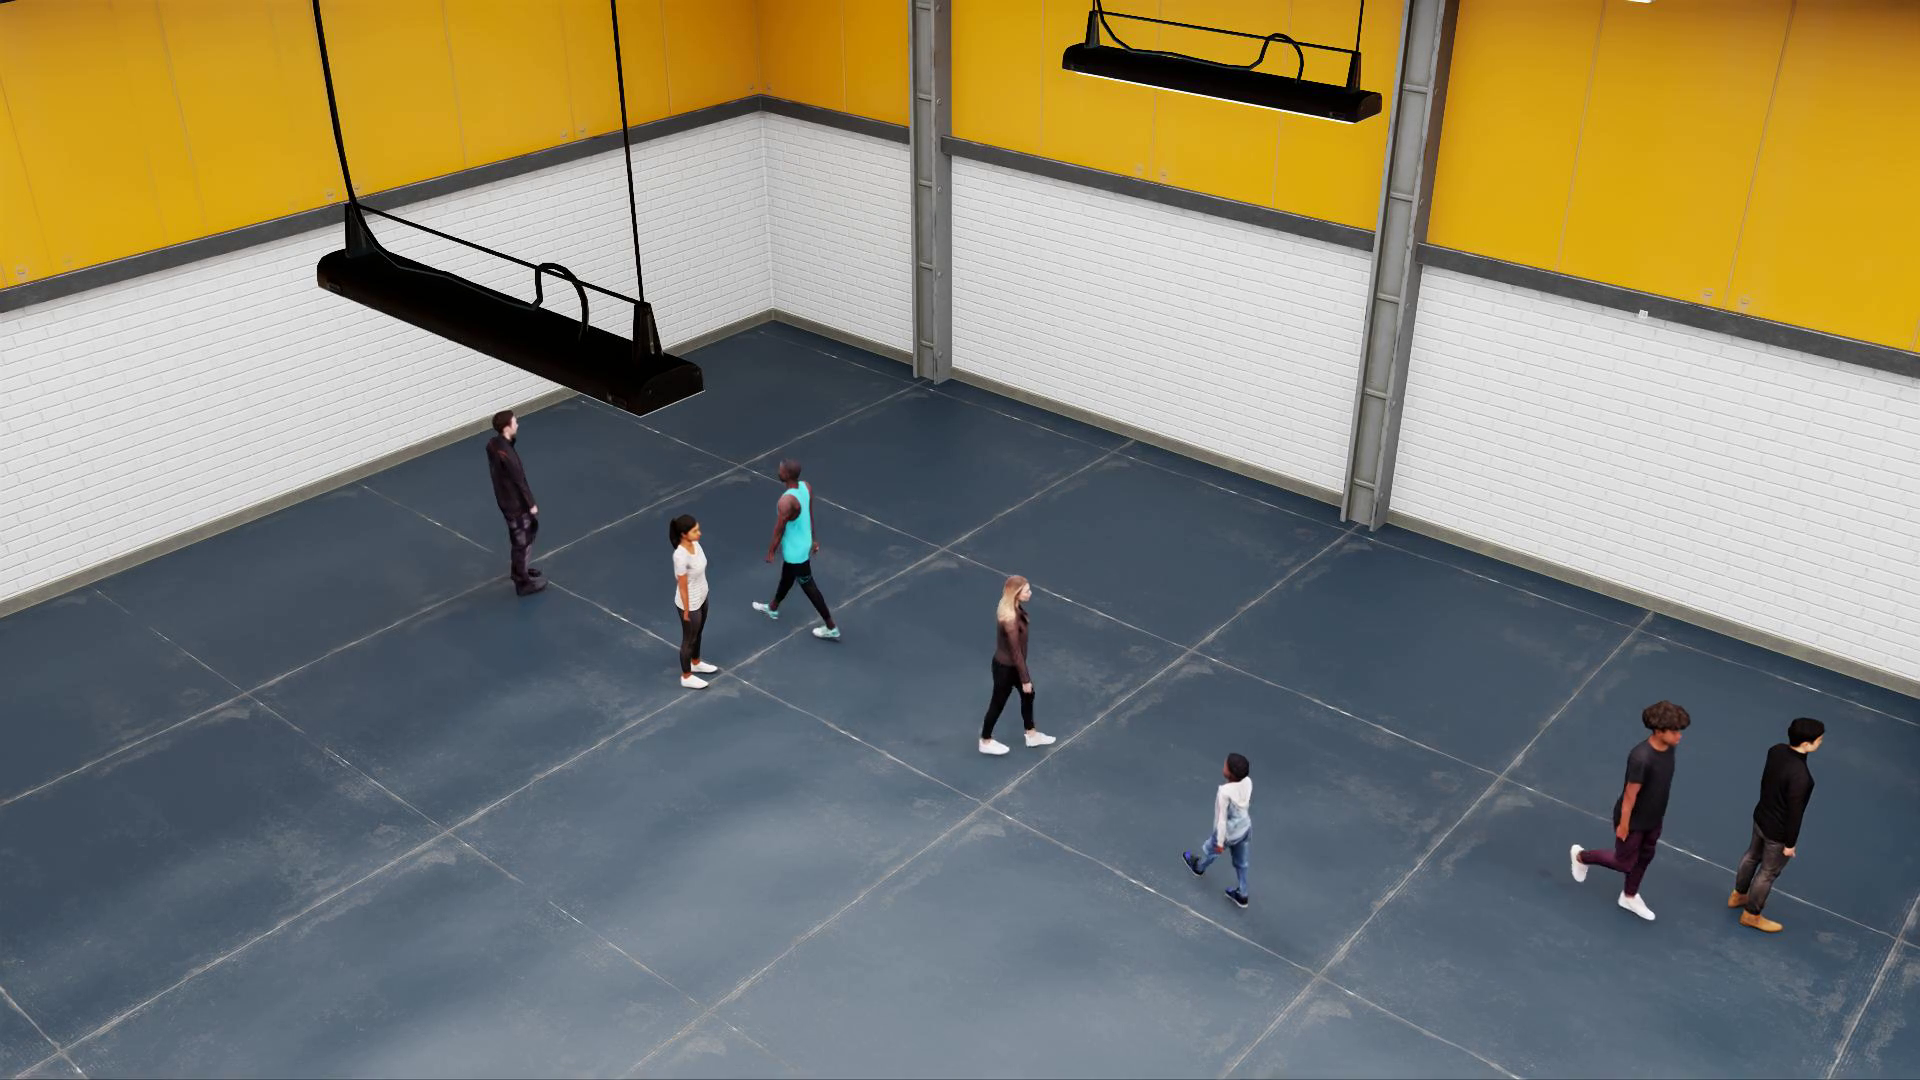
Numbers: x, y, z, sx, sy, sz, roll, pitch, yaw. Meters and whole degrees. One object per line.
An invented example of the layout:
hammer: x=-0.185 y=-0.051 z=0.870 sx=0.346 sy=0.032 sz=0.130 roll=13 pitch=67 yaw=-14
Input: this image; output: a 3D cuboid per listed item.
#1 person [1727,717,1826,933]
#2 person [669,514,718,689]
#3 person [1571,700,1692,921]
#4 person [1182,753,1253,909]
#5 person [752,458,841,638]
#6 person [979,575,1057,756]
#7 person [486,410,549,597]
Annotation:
person: x=5.766 y=1.973 z=11.731 sx=0.745 sy=1.722 sz=0.718 roll=1 pitch=29 yaw=1
person: x=-2.347 y=0.515 z=14.487 sx=0.649 sy=1.642 sz=0.635 roll=5 pitch=29 yaw=10
person: x=4.789 y=1.885 z=11.844 sx=0.747 sy=1.767 sz=0.964 roll=-23 pitch=36 yaw=-36
person: x=1.992 y=2.111 z=11.990 sx=0.665 sy=1.231 sz=0.908 roll=-17 pitch=33 yaw=-28
person: x=-1.396 y=0.126 z=15.070 sx=1.247 sy=1.767 sz=0.871 roll=11 pitch=30 yaw=19
person: x=0.308 y=1.039 z=13.491 sx=0.982 sy=1.676 sz=0.873 roll=3 pitch=29 yaw=6
person: x=-4.277 y=-0.320 z=15.750 sx=0.830 sy=1.899 sz=0.690 roll=-16 pitch=33 yaw=-27
